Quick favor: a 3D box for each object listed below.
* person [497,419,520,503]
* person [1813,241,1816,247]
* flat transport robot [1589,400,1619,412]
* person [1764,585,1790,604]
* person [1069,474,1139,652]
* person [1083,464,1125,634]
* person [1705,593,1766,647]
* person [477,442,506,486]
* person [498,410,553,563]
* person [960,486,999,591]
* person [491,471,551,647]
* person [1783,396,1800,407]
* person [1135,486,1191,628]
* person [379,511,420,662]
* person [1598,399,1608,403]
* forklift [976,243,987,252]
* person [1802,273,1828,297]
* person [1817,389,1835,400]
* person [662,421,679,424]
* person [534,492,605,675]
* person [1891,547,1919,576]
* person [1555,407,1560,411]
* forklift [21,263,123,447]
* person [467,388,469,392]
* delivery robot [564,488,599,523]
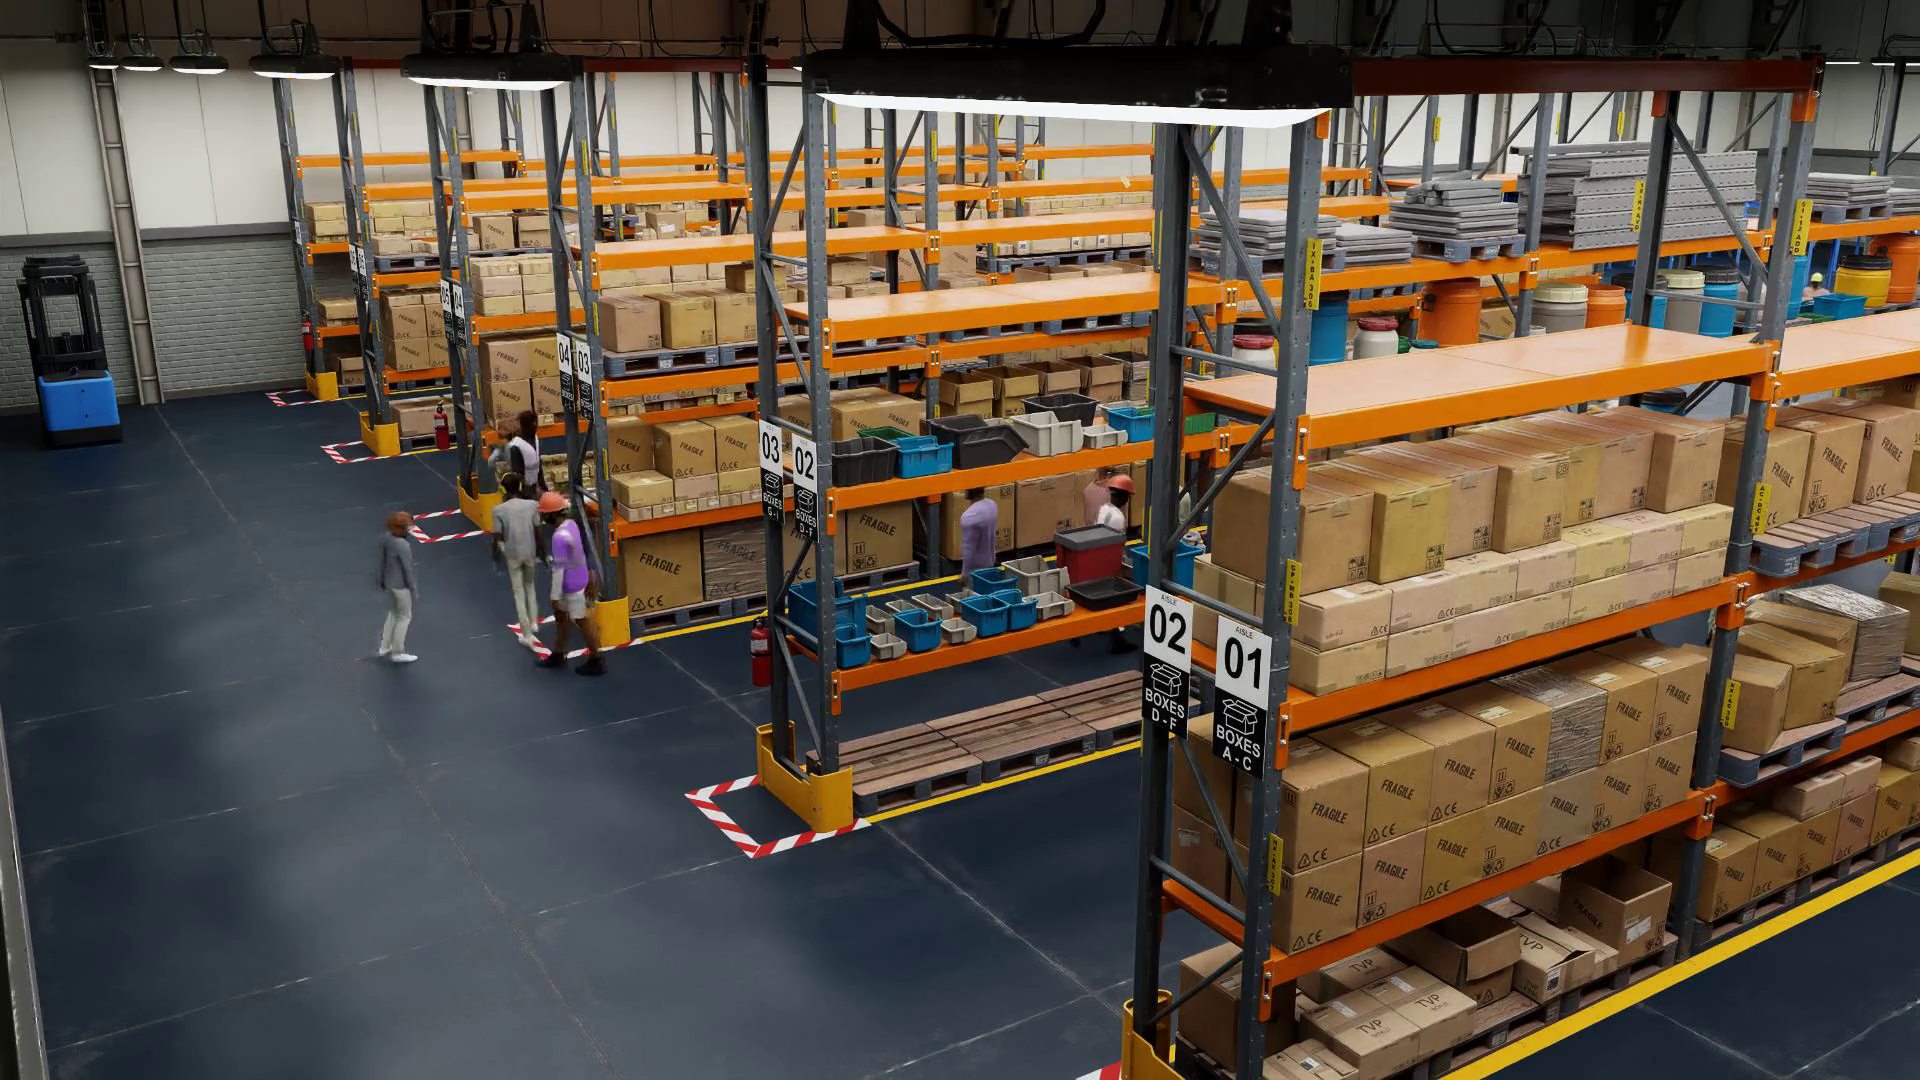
[{"bbox_3d":[-5.735,-0.747,20.121,0.577,1.600,0.520,-4,17,-13],"label":"person"},{"bbox_3d":[27.989,-10.433,51.891,0.509,1.615,0.632,2,17,5],"label":"person"},{"bbox_3d":[11.441,-2.243,27.371,1.431,0.197,0.652,-13,21,-37],"label":"flat transport robot"},{"bbox_3d":[7.724,0.746,14.905,0.895,1.841,0.567,5,18,16],"label":"person"},{"bbox_3d":[1.476,0.263,16.360,0.744,1.886,0.609,-2,17,-7],"label":"person"},{"bbox_3d":[1.574,0.049,17.026,0.403,1.904,0.652,-6,18,-19],"label":"person"},{"bbox_3d":[7.120,0.940,14.552,0.310,1.640,0.514,-9,19,-26],"label":"person"},{"bbox_3d":[-6.596,-1.615,22.540,0.574,1.868,0.631,15,23,40],"label":"person"},{"bbox_3d":[-5.413,-0.682,19.479,0.844,1.880,0.595,1,17,4],"label":"person"},{"bbox_3d":[0.184,0.259,16.283,0.355,1.936,0.635,8,19,25],"label":"person"},{"bbox_3d":[-4.659,0.184,16.669,0.573,1.844,0.631,-10,20,-30],"label":"person"},{"bbox_3d":[15.005,-3.334,28.108,0.606,1.904,0.541,12,21,35],"label":"person"},{"bbox_3d":[2.186,0.033,16.921,0.372,1.997,0.621,-14,22,-39],"label":"person"},{"bbox_3d":[-5.738,0.470,16.159,0.414,1.597,0.560,-15,22,-39],"label":"person"},{"bbox_3d":[11.563,-3.259,27.914,0.568,1.873,1.033,2,17,7],"label":"person"},{"bbox_3d":[0.988,-5.474,34.718,1.214,2.155,2.313,-10,20,-31],"label":"forklift"},{"bbox_3d":[17.597,-4.645,32.665,0.554,1.742,0.621,15,22,40],"label":"person"},{"bbox_3d":[15.317,-3.168,27.499,0.604,1.949,0.398,-1,17,-3],"label":"person"},{"bbox_3d":[-4.553,-2.140,24.361,0.499,1.818,0.599,-14,22,-37],"label":"person"},{"bbox_3d":[-3.992,0.440,15.754,0.840,1.897,0.574,-1,17,-3],"label":"person"},{"bbox_3d":[10.151,0.185,16.689,0.526,1.843,0.718,8,19,25],"label":"person"},{"bbox_3d":[9.903,-2.840,26.520,0.983,1.884,0.575,-7,18,-20],"label":"person"},{"bbox_3d":[-14.518,-3.079,25.708,1.129,2.768,1.873,-10,20,-31],"label":"forklift"},{"bbox_3d":[-8.348,-3.082,27.155,1.005,1.984,0.618,-10,19,-29],"label":"person"},{"bbox_3d":[-4.872,-0.444,20.835,0.707,0.478,0.477,-9,19,-26],"label":"delivery robot"}]
